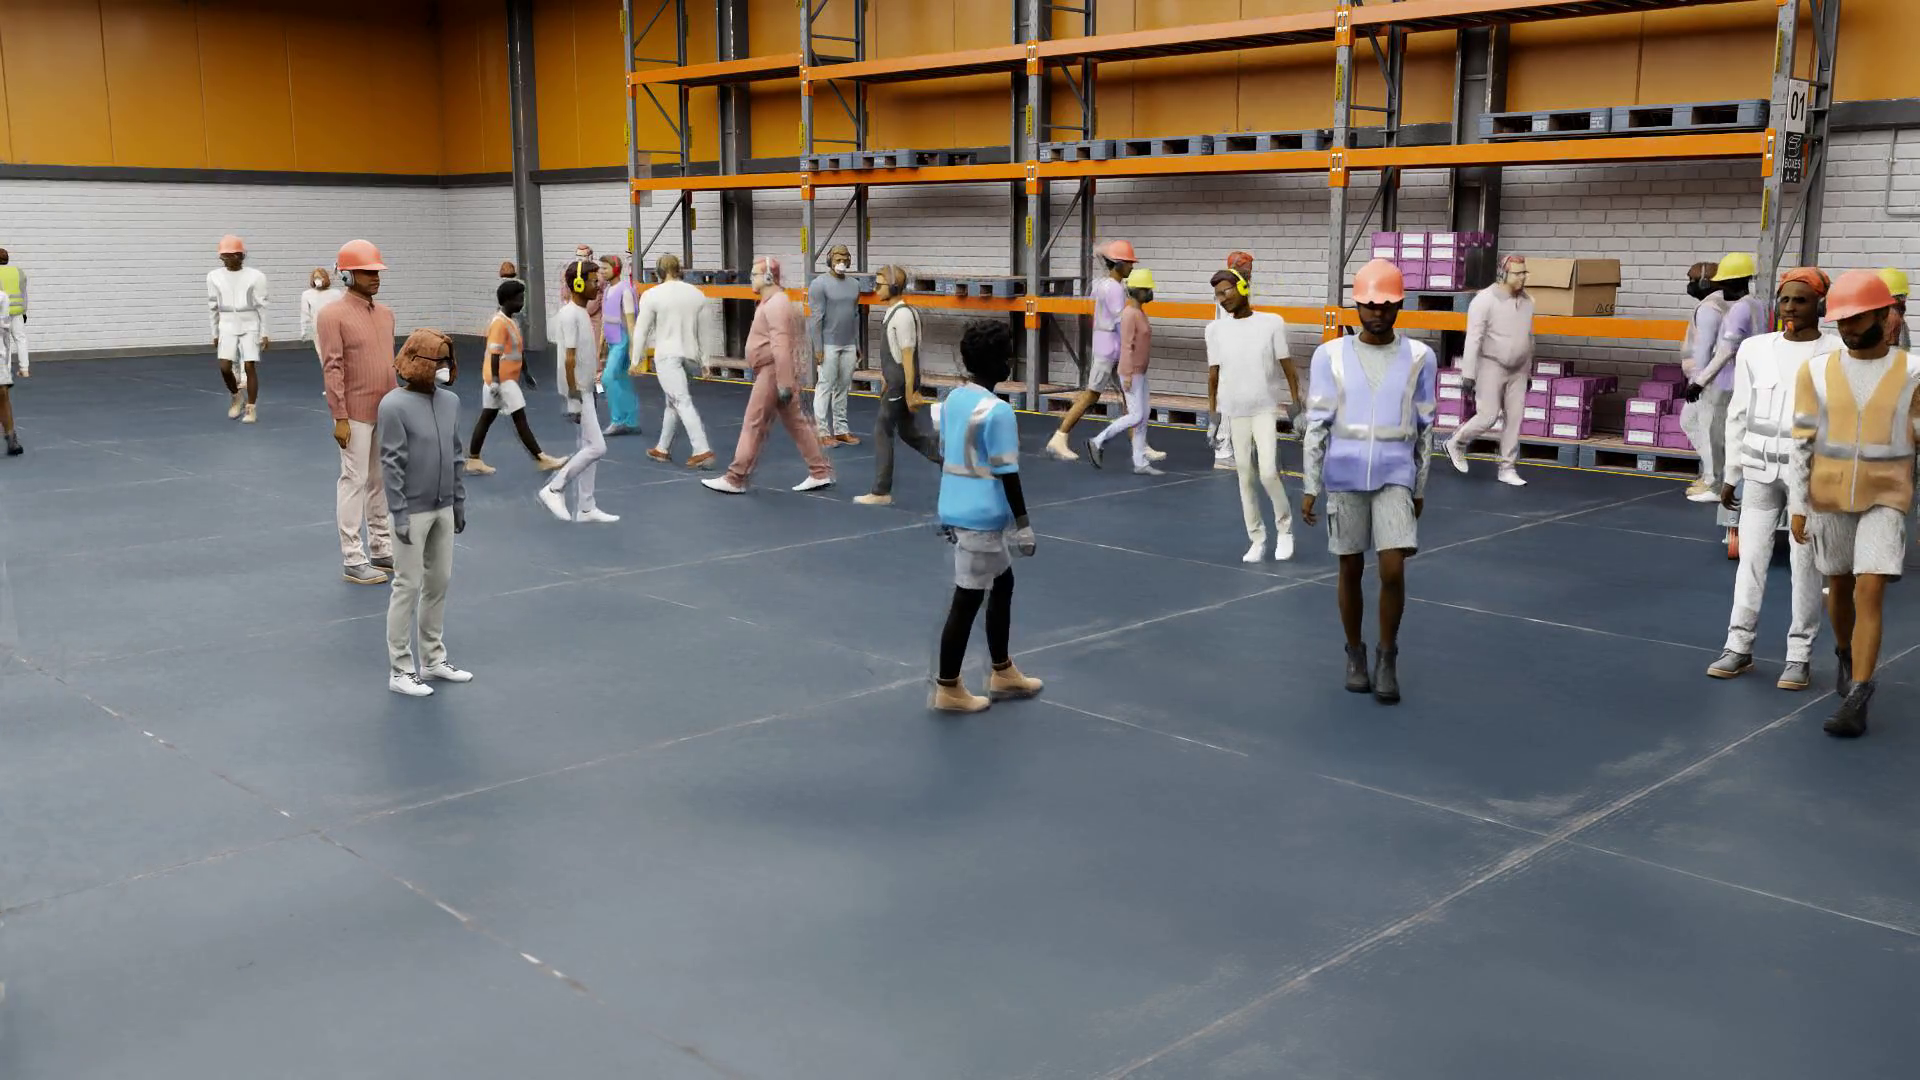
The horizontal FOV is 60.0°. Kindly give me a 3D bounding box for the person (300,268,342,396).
[{"bbox_3d":[-7.982,-2.577,20.782,0.506,1.608,0.778,0,10,2],"label":"person"}]

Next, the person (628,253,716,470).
[{"bbox_3d":[-2.470,-1.565,14.565,0.645,1.887,1.055,-10,14,-43],"label":"person"}]

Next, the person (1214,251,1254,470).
[{"bbox_3d":[2.374,-1.562,14.481,0.353,1.886,0.573,3,11,14],"label":"person"}]

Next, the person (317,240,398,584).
[{"bbox_3d":[-3.481,-0.752,9.770,0.378,1.995,0.612,3,11,16],"label":"person"}]

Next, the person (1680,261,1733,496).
[{"bbox_3d":[5.809,-1.236,12.893,0.447,1.823,0.638,6,12,29],"label":"person"}]

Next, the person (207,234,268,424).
[{"bbox_3d":[-7.742,-2.251,17.857,0.617,2.028,0.445,-2,11,-9],"label":"person"}]

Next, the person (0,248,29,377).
[{"bbox_3d":[-13.572,-3.221,23.650,0.429,1.845,0.621,6,12,28],"label":"person"}]

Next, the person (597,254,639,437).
[{"bbox_3d":[-3.513,-1.948,16.733,0.599,1.824,0.606,-6,12,-30],"label":"person"}]

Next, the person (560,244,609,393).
[{"bbox_3d":[-4.783,-2.822,21.311,0.642,1.905,0.399,-2,11,-9],"label":"person"}]

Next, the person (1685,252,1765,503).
[{"bbox_3d":[5.743,-1.166,12.296,0.633,1.896,0.598,5,12,27],"label":"person"}]

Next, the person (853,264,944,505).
[{"bbox_3d":[-0.358,-1.161,12.506,0.835,1.820,0.509,-1,10,-4],"label":"person"}]

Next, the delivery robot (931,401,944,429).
[{"bbox_3d":[0.083,-1.191,15.839,0.707,0.478,0.477,6,12,27],"label":"delivery robot"}]

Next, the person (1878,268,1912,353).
[{"bbox_3d":[6.587,-1.030,11.838,0.616,1.792,0.505,-7,12,-33],"label":"person"}]

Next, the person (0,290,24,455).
[{"bbox_3d":[-9.046,-1.728,15.418,1.018,1.887,0.543,10,14,43],"label":"person"}]

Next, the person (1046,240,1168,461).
[{"bbox_3d":[1.293,-1.676,14.928,1.103,1.992,0.621,1,10,5],"label":"person"}]

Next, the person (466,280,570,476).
[{"bbox_3d":[-3.757,-1.347,13.935,0.898,1.633,0.550,-2,11,-8],"label":"person"}]

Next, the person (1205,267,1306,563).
[{"bbox_3d":[1.806,-0.756,10.260,0.630,1.825,0.399,5,11,23],"label":"person"}]

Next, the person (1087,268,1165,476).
[{"bbox_3d":[1.424,-1.406,13.988,0.576,1.749,0.540,4,11,21],"label":"person"}]

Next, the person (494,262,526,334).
[{"bbox_3d":[-6.975,-3.502,25.811,0.510,1.617,0.452,-6,12,-29],"label":"person"}]

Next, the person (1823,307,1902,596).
[{"bbox_3d":[5.083,-0.491,9.315,0.307,1.641,0.514,10,14,43],"label":"person"}]

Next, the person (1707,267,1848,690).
[{"bbox_3d":[3.711,-0.271,7.455,0.362,1.882,0.576,-10,14,-43],"label":"person"}]

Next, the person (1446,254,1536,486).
[{"bbox_3d":[4.352,-1.395,13.589,0.688,1.879,0.655,-5,12,-26],"label":"person"}]

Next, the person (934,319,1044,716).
[{"bbox_3d":[0.176,-0.089,7.021,0.685,1.666,0.546,-4,11,-21],"label":"person"}]

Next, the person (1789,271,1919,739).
[{"bbox_3d":[3.780,-0.177,6.978,0.573,1.884,0.967,7,13,35],"label":"person"}]

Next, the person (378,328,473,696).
[{"bbox_3d":[-2.365,-0.124,7.374,0.310,1.624,0.494,4,11,23],"label":"person"}]

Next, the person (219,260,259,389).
[{"bbox_3d":[-9.561,-2.914,22.009,0.647,1.829,0.488,-1,10,-6],"label":"person"}]

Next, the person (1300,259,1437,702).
[{"bbox_3d":[1.765,-0.246,7.207,0.563,1.915,0.635,2,11,13],"label":"person"}]

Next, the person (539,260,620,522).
[{"bbox_3d":[-2.655,-1.017,11.605,0.447,1.854,0.542,0,10,-2],"label":"person"}]

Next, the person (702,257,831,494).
[{"bbox_3d":[-1.496,-1.277,13.013,1.022,1.852,0.664,-1,10,-4],"label":"person"}]

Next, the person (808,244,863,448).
[{"bbox_3d":[-1.177,-1.857,15.959,0.376,1.937,0.629,9,14,40],"label":"person"}]
